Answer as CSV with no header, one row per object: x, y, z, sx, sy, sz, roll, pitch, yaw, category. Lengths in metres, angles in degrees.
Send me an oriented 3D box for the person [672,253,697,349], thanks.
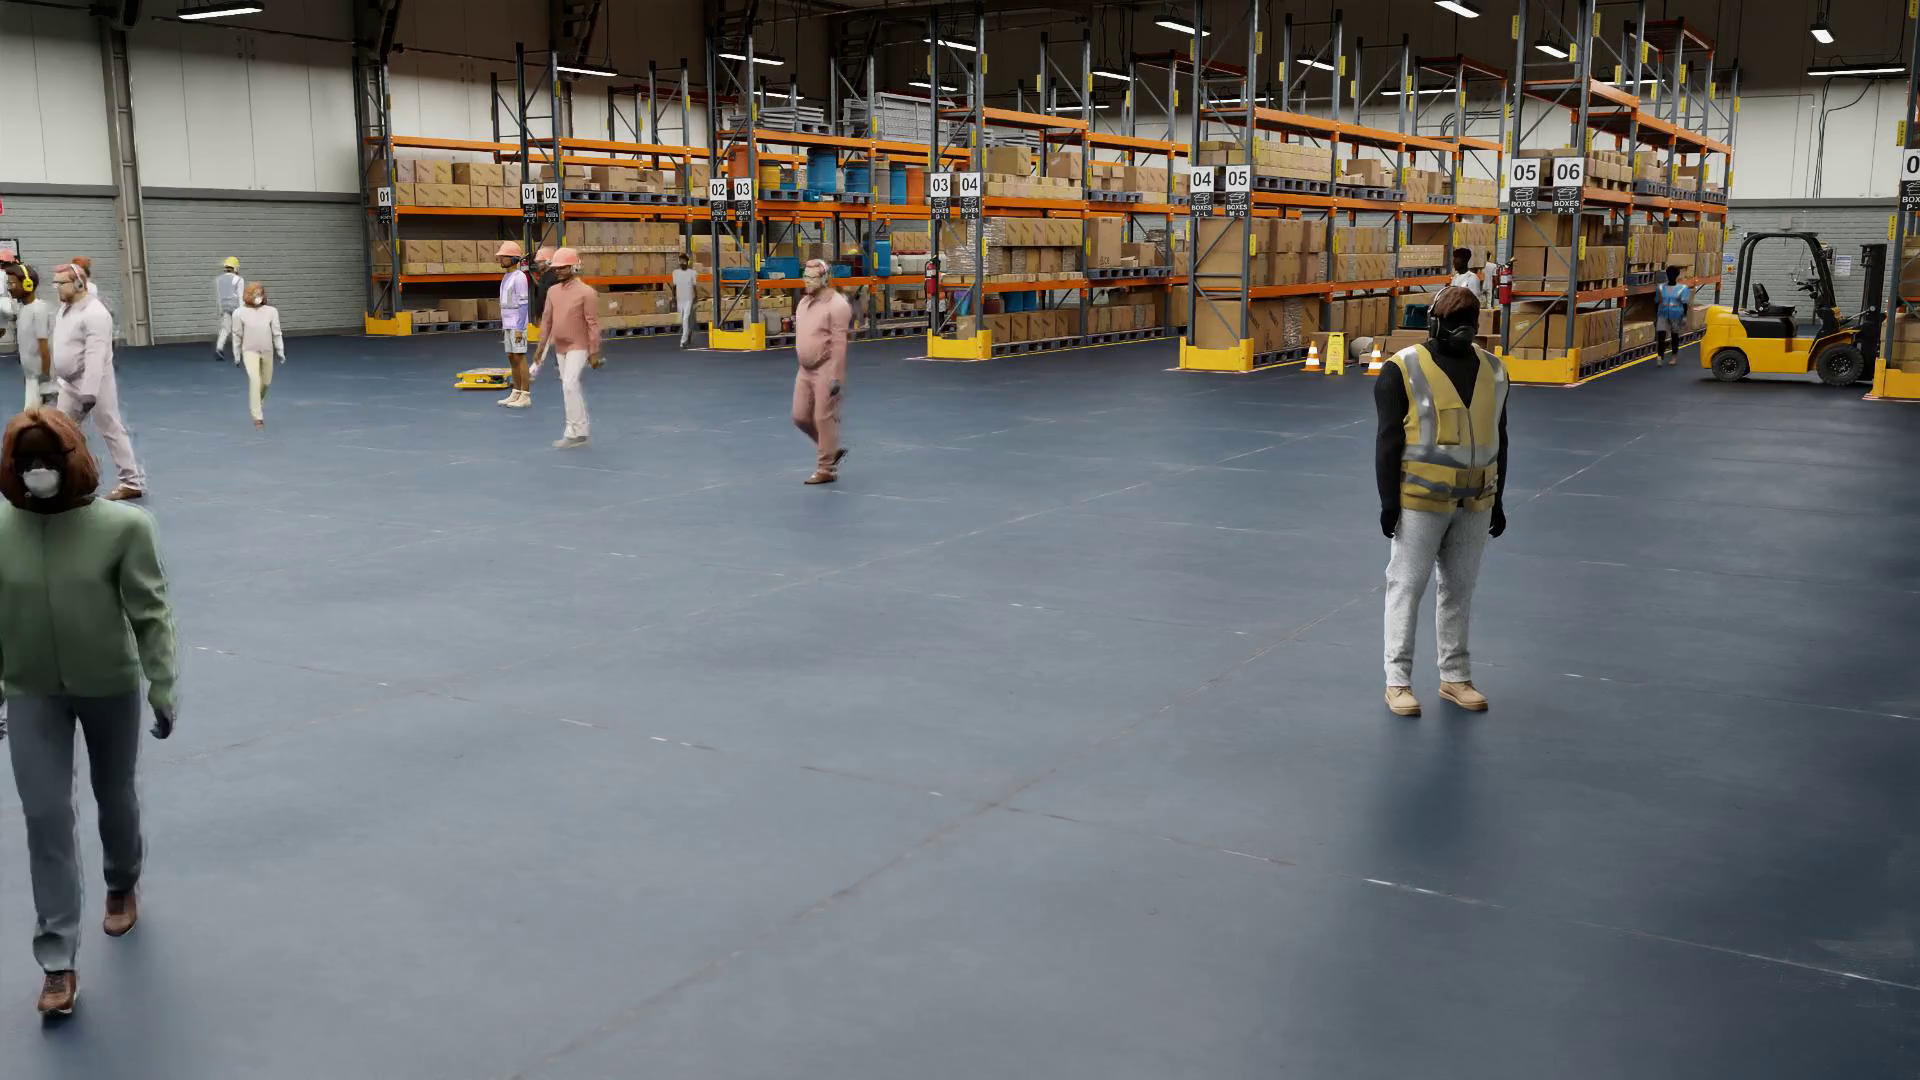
-5.301,-4.615,32.105,0.535,1.840,0.723,2,10,10,person

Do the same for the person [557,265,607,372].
-6.010,-3.560,26.313,0.950,1.791,0.559,-7,12,-33,person

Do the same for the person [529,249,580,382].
-6.082,-3.304,24.480,1.040,1.933,0.651,-6,12,-31,person

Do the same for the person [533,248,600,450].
-3.946,-1.880,16.421,0.627,1.972,0.728,7,12,35,person

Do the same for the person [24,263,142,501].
-6.869,-1.194,12.880,0.665,1.854,0.939,8,13,37,person

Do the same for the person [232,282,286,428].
-7.856,-2.074,18.560,0.503,1.614,0.742,-9,14,-42,person

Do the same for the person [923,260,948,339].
-0.506,-5.119,35.320,0.534,1.698,0.322,2,10,10,person

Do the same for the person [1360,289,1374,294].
10.572,-6.513,42.803,0.808,1.808,0.658,2,10,11,person

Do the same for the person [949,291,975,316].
0.078,-4.849,33.492,0.572,1.816,0.802,5,11,25,person

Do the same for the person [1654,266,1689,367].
11.714,-3.684,27.396,0.539,1.660,0.851,6,12,31,person

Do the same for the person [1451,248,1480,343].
6.972,-3.078,23.140,0.362,1.963,0.613,-2,10,-13,person

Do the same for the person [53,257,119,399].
-11.207,-2.660,21.136,0.581,1.862,0.848,4,11,19,person

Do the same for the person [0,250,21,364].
-15.937,-3.863,27.690,0.544,1.913,0.850,3,11,18,person

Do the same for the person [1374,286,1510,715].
2.092,-0.167,7.184,0.627,1.844,0.429,-3,10,-15,person

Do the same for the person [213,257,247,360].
-12.651,-4.016,28.871,0.602,1.797,0.889,3,11,18,person

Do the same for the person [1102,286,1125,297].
3.677,-6.124,40.243,0.613,1.959,0.960,9,14,43,person

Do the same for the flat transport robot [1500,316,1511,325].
13.290,-5.389,40.833,0.652,0.197,1.431,1,10,3,flat transport robot

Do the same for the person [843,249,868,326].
-2.484,-5.823,38.771,0.591,1.875,0.959,5,11,24,person

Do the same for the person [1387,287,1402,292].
11.005,-6.374,41.980,0.985,1.840,0.593,-2,10,-9,person

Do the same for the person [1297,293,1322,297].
7.461,-5.314,35.455,0.677,2.000,0.989,5,11,26,person

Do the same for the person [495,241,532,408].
-5.517,-2.650,20.517,0.365,2.048,0.608,-7,12,-34,person

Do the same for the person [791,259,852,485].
-1.165,-1.415,14.041,0.650,1.888,0.464,10,14,44,person

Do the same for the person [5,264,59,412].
-7.492,-1.300,13.498,0.429,1.851,0.568,-10,14,-43,person

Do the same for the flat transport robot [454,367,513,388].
-6.624,-2.300,23.526,0.652,0.197,1.431,0,10,0,flat transport robot

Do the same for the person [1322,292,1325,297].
8.393,-5.893,39.085,0.730,1.902,0.595,-5,11,-28,person

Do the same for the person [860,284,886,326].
-2.155,-6.177,40.456,0.633,1.992,1.064,4,11,21,person

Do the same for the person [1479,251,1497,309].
12.378,-5.893,39.215,0.510,1.860,0.334,2,10,13,person

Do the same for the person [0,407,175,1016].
-2.443,0.420,4.593,0.516,1.583,0.852,-4,11,-21,person
